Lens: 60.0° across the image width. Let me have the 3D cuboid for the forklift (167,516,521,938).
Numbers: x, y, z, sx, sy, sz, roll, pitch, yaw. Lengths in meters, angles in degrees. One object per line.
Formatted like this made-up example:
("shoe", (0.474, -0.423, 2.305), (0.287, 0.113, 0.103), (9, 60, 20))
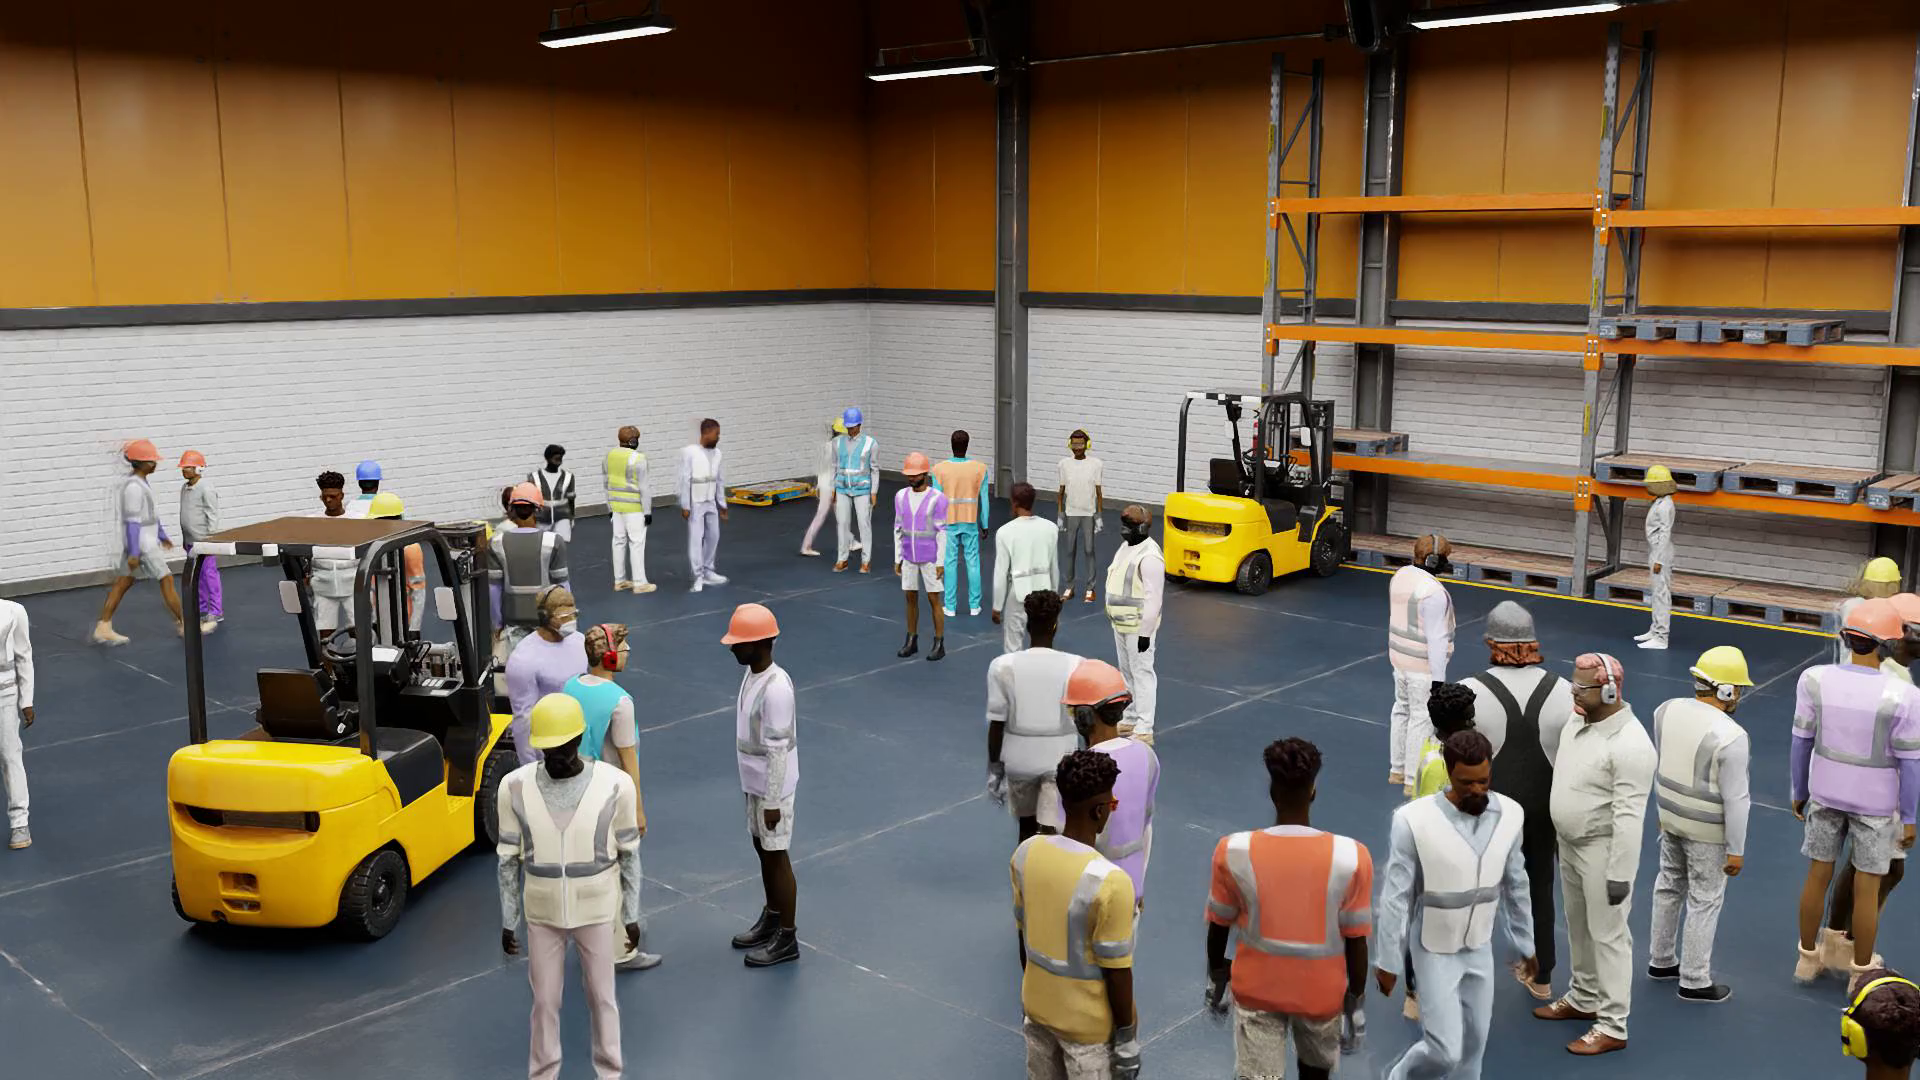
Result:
("forklift", (-3.583, 0.976, 9.748), (1.214, 2.155, 2.313), (2, 10, 11))

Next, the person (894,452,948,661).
("person", (-0.374, 0.151, 15.220), (0.544, 1.928, 0.401), (5, 11, 28))

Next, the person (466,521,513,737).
("person", (-3.499, 0.699, 12.610), (0.542, 1.731, 0.516), (6, 12, 33))

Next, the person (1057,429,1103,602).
("person", (1.285, -0.259, 17.752), (0.504, 1.861, 0.329), (2, 10, 13))

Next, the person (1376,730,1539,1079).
("person", (2.018, 1.653, 6.780), (0.715, 1.895, 0.467), (-5, 11, -25))

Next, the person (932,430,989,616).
("person", (0.005, -0.170, 17.060), (0.597, 1.916, 0.371), (-2, 10, -9))

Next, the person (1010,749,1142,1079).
("person", (0.431, 1.728, 6.148), (0.380, 1.958, 0.605), (-7, 12, -34))

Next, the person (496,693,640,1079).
("person", (-1.666, 1.576, 7.098), (0.594, 1.924, 0.384), (-1, 10, -5))

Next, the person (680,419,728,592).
("person", (-2.871, -0.393, 18.445), (0.364, 1.884, 0.703), (7, 12, 33))

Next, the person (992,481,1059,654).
("person", (0.549, 0.481, 13.403), (0.607, 1.907, 0.404), (-7, 12, -33))

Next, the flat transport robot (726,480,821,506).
("flat transport robot", (-2.783, -0.710, 24.823), (0.652, 0.197, 1.431), (7, 12, 34))

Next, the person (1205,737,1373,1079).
("person", (1.266, 1.682, 6.469), (0.618, 1.927, 0.862), (2, 10, 10))

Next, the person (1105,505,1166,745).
("person", (1.313, 0.645, 12.631), (0.429, 1.847, 0.625), (-3, 10, -16))

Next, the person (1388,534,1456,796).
("person", (3.182, 0.858, 11.466), (0.429, 1.833, 0.637), (-2, 10, -11))

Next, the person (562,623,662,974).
("person", (-1.849, 1.341, 8.661), (0.570, 1.844, 0.379), (10, 14, 44))

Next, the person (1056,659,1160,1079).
("person", (0.587, 1.516, 7.165), (0.409, 2.029, 0.612), (9, 13, 40))

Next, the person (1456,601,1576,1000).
("person", (2.741, 1.292, 8.390), (0.686, 2.000, 0.535), (0, 10, 2))

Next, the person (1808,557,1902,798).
("person", (6.116, 0.960, 11.279), (0.888, 1.713, 0.491), (-4, 11, -24))

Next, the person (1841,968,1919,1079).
("person", (2.446, 2.068, 4.502), (0.515, 1.859, 0.321), (1, 10, 5))

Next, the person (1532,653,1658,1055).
("person", (2.978, 1.460, 7.853), (0.397, 1.900, 0.649), (-1, 10, -6))

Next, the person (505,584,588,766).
("person", (-2.258, 1.191, 9.300), (0.385, 1.929, 0.635), (4, 11, 23))

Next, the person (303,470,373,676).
("person", (-5.109, 0.399, 13.680), (0.613, 1.965, 0.361), (-2, 10, -13))

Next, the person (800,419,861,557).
("person", (-1.553, -0.642, 20.349), (0.913, 1.692, 0.587), (-3, 10, -17))

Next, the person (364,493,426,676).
("person", (-4.313, 0.591, 12.700), (0.594, 1.926, 0.367), (8, 13, 38))

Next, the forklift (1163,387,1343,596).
("forklift", (3.298, -0.608, 18.767), (1.214, 2.155, 2.313), (9, 13, 42))

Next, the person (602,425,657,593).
("person", (-3.612, -0.339, 18.247), (0.633, 1.839, 0.429), (7, 12, 33))

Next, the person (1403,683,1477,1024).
("person", (2.332, 1.516, 8.117), (0.318, 1.691, 0.538), (3, 11, 19))

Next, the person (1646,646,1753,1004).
("person", (3.710, 1.416, 8.320), (0.403, 1.820, 0.603), (-3, 10, -17))

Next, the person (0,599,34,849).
("person", (-6.103, 1.018, 10.393), (0.577, 1.884, 0.353), (-3, 11, -19))

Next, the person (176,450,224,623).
("person", (-7.675, -0.035, 16.747), (0.566, 1.755, 0.321), (7, 12, 35))

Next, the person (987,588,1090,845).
("person", (0.452, 1.224, 9.145), (0.615, 1.922, 0.995), (1, 10, 8))

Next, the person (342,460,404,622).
("person", (-5.095, 0.275, 14.480), (0.605, 1.940, 0.415), (0, 10, -1))

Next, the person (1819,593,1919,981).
("person", (4.767, 1.273, 8.614), (0.474, 2.005, 0.661), (5, 11, 25))

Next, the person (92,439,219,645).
("person", (-7.773, 0.018, 15.840), (1.107, 1.984, 0.614), (-6, 12, -30))

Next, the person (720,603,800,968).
("person", (-1.051, 1.280, 8.780), (0.388, 1.930, 0.544), (-4, 11, -21))

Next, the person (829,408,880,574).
("person", (-1.232, -0.574, 19.303), (0.602, 1.939, 0.398), (3, 10, 15))

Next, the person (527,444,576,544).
("person", (-4.457, -0.244, 18.192), (0.522, 1.663, 0.661), (-3, 10, -15))

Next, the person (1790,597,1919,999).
("person", (4.509, 1.293, 8.375), (0.373, 2.043, 0.615), (-8, 13, -39))

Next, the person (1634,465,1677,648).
("person", (6.576, 0.159, 15.708), (0.322, 1.735, 0.487), (4, 11, 20))

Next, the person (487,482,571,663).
("person", (-3.205, 0.581, 12.454), (0.605, 2.036, 0.383), (0, 10, -1))
